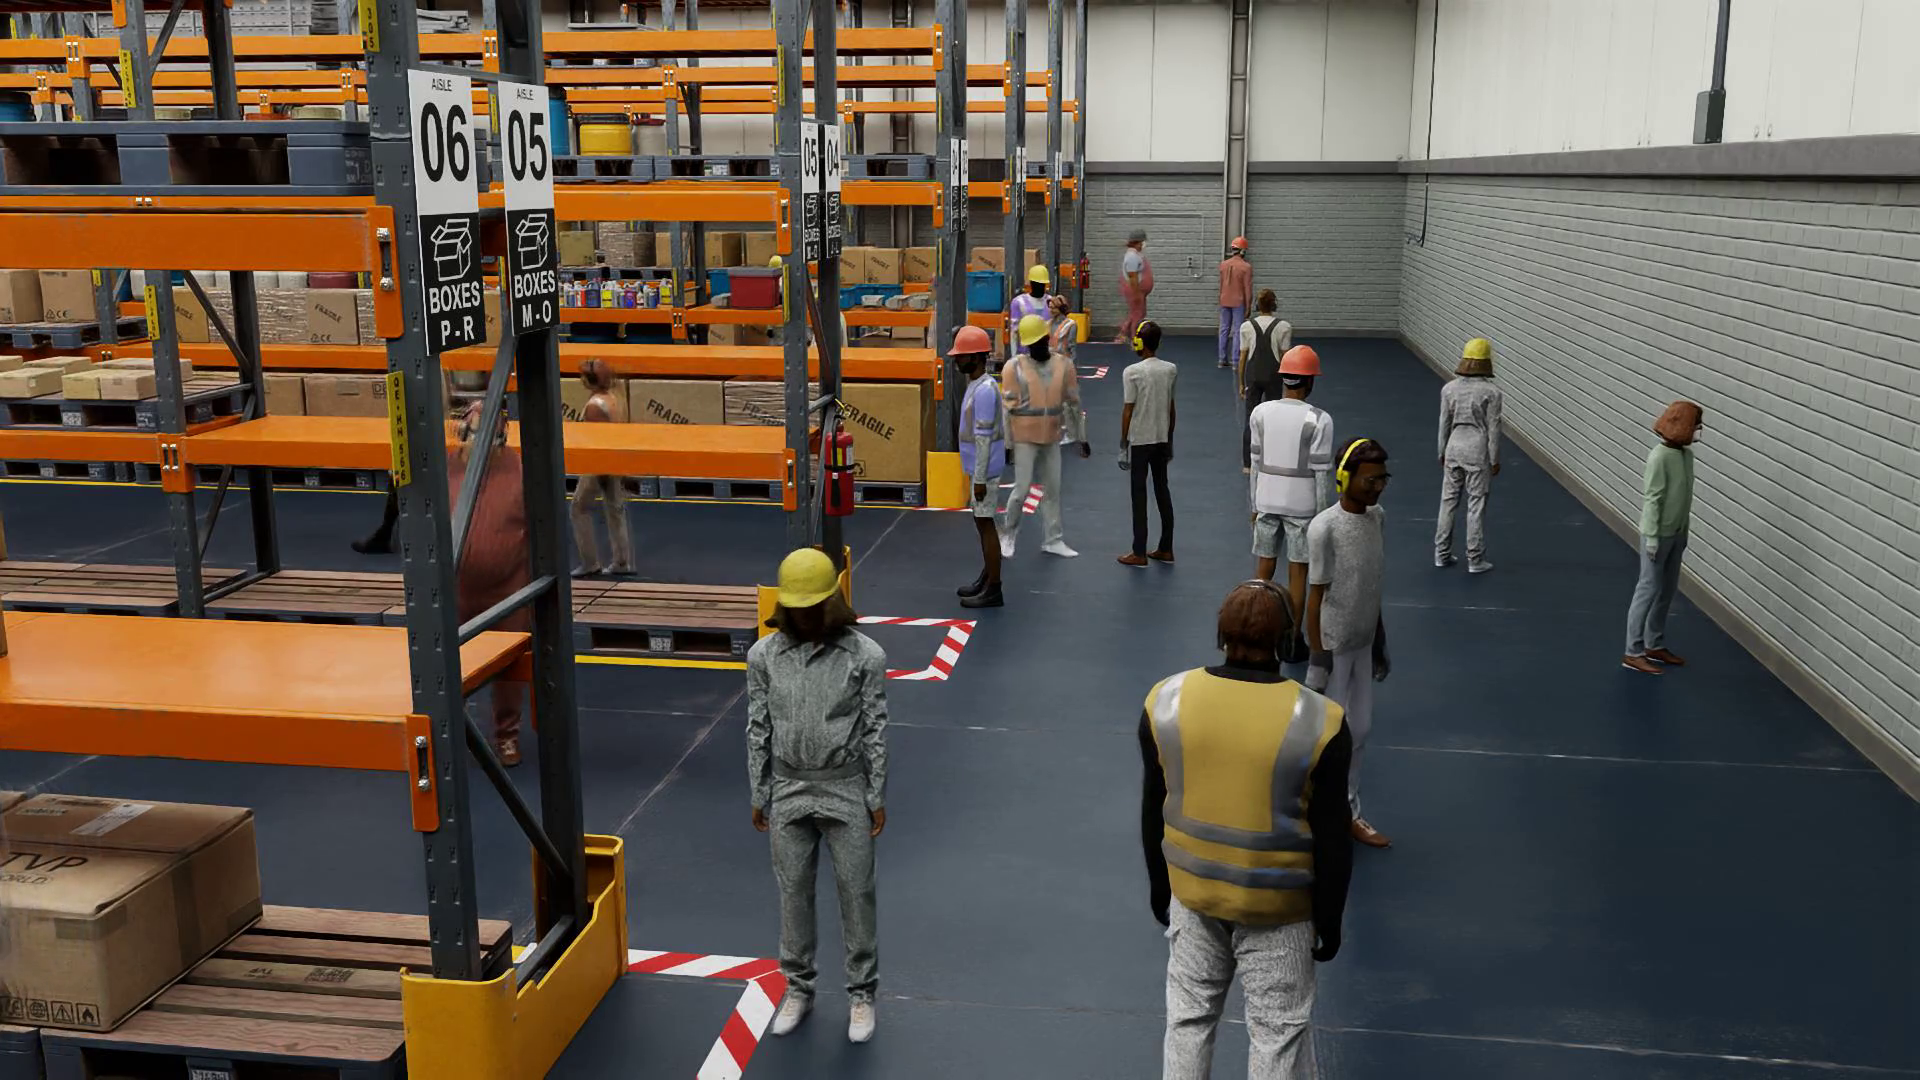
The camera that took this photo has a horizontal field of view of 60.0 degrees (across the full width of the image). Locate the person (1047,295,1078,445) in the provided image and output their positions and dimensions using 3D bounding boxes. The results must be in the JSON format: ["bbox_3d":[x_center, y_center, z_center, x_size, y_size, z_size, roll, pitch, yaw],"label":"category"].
[{"bbox_3d":[1.091,-1.859,18.201,0.315,1.631,0.523,-10,16,-38],"label":"person"}]

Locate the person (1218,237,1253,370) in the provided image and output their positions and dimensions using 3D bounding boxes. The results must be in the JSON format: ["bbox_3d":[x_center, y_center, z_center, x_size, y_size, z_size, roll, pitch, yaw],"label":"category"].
[{"bbox_3d":[4.170,-3.569,25.125,0.404,1.987,0.608,-12,17,-42],"label":"person"}]

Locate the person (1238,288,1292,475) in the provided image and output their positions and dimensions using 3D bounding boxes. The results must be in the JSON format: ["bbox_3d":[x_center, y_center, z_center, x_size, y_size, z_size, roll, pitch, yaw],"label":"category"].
[{"bbox_3d":[2.970,-1.530,16.248,0.504,1.839,0.350,4,13,18],"label":"person"}]

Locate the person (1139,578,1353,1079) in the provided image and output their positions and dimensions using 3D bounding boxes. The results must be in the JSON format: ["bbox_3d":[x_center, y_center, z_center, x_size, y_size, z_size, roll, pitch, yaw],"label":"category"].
[{"bbox_3d":[0.820,1.012,4.786,0.625,1.835,0.429,7,14,29],"label":"person"}]

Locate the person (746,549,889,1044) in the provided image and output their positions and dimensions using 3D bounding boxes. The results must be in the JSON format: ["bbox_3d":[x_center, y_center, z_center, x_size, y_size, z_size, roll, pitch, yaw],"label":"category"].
[{"bbox_3d":[-0.489,0.869,5.662,0.490,1.731,0.324,1,13,7],"label":"person"}]

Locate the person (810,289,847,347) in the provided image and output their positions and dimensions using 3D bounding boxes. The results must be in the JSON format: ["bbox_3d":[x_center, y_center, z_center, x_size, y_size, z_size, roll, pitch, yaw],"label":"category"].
[{"bbox_3d":[-1.370,-1.764,17.300,0.403,1.837,0.591,1,13,3],"label":"person"}]

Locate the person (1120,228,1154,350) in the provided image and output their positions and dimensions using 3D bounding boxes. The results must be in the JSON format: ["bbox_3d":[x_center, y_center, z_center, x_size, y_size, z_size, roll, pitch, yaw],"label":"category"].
[{"bbox_3d":[2.961,-4.178,27.731,0.535,2.000,0.717,2,13,7],"label":"person"}]

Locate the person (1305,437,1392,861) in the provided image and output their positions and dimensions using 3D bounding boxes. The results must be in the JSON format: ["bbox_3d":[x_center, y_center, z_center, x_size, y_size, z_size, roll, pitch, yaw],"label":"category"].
[{"bbox_3d":[1.679,0.472,7.173,0.525,1.855,0.341,-12,17,-42],"label":"person"}]

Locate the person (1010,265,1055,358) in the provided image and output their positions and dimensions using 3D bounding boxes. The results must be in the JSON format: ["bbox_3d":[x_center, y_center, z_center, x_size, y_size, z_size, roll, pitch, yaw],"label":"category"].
[{"bbox_3d":[0.858,-2.148,18.866,0.598,1.913,0.404,-4,13,-19],"label":"person"}]

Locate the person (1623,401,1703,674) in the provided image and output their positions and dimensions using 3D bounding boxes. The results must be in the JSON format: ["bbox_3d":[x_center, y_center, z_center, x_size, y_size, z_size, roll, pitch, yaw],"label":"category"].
[{"bbox_3d":[4.212,-0.022,9.926,0.505,1.628,0.279,-12,17,-42],"label":"person"}]

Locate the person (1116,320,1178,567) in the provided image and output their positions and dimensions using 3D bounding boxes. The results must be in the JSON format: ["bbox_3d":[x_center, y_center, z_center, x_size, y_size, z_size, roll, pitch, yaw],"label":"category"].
[{"bbox_3d":[1.414,-0.725,12.570,0.506,1.861,0.329,-8,15,-32],"label":"person"}]

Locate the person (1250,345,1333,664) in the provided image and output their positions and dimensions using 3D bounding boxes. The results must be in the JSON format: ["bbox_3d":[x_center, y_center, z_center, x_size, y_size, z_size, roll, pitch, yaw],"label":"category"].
[{"bbox_3d":[2.013,-0.215,10.114,0.540,1.930,0.389,9,16,36],"label":"person"}]

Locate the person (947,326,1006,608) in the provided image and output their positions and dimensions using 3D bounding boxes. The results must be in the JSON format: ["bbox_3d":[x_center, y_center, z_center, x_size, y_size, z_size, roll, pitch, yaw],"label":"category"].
[{"bbox_3d":[0.111,-0.499,11.396,0.398,1.928,0.541,-1,13,-4],"label":"person"}]

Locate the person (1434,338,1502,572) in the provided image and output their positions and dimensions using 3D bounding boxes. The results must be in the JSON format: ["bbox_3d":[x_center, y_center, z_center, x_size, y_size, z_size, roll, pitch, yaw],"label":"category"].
[{"bbox_3d":[3.816,-0.636,12.448,0.322,1.737,0.488,-11,17,-41],"label":"person"}]

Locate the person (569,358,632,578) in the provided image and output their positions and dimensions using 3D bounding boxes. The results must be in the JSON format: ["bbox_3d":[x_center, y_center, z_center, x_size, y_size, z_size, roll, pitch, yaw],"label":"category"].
[{"bbox_3d":[-2.693,-0.522,12.192,0.573,1.620,0.521,2,13,7],"label":"person"}]

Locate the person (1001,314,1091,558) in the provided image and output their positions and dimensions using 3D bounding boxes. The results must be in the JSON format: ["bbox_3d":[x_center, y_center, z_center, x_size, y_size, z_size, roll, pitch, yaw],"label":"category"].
[{"bbox_3d":[0.636,-0.792,12.780,0.758,1.900,0.466,-6,14,-24],"label":"person"}]

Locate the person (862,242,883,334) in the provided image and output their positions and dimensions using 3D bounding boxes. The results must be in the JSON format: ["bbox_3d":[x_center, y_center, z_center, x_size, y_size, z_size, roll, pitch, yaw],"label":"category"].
[{"bbox_3d":[-1.443,-3.904,26.969,0.430,1.837,0.624,-6,14,-26],"label":"person"}]
